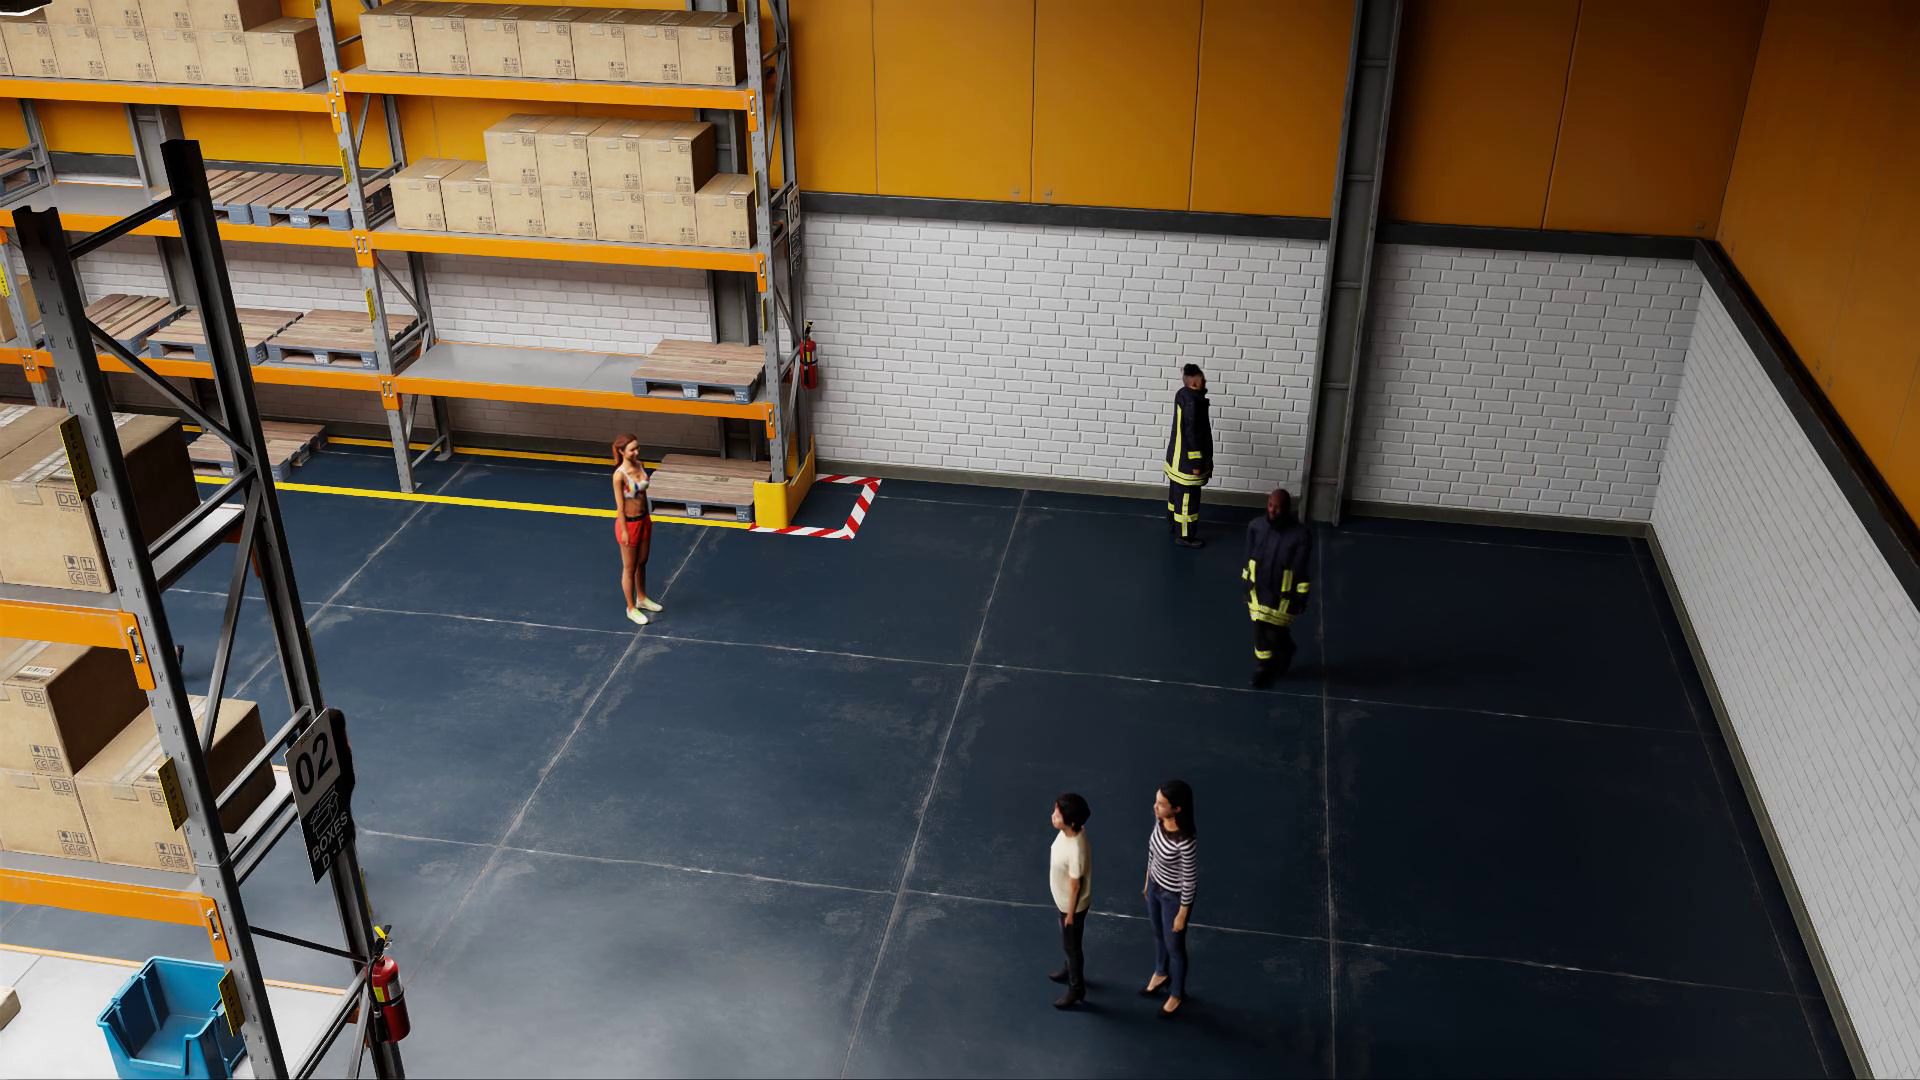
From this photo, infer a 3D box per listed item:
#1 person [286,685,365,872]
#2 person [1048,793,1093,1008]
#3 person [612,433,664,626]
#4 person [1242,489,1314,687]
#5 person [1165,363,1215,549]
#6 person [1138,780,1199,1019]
[{"bbox_3d":[-4.347,1.703,11.484,0.928,1.655,0.830,24,37,37],"label":"person"},{"bbox_3d":[0.706,2.263,10.531,0.559,1.584,0.632,-2,29,-3],"label":"person"},{"bbox_3d":[-2.886,-0.128,14.698,0.630,1.791,0.626,14,31,23],"label":"person"},{"bbox_3d":[2.646,0.350,13.801,0.957,1.811,0.999,18,33,30],"label":"person"},{"bbox_3d":[2.194,-0.848,15.946,0.785,1.860,0.821,-2,29,-4],"label":"person"},{"bbox_3d":[1.310,2.231,10.369,0.675,1.795,0.668,-10,30,-18],"label":"person"}]
